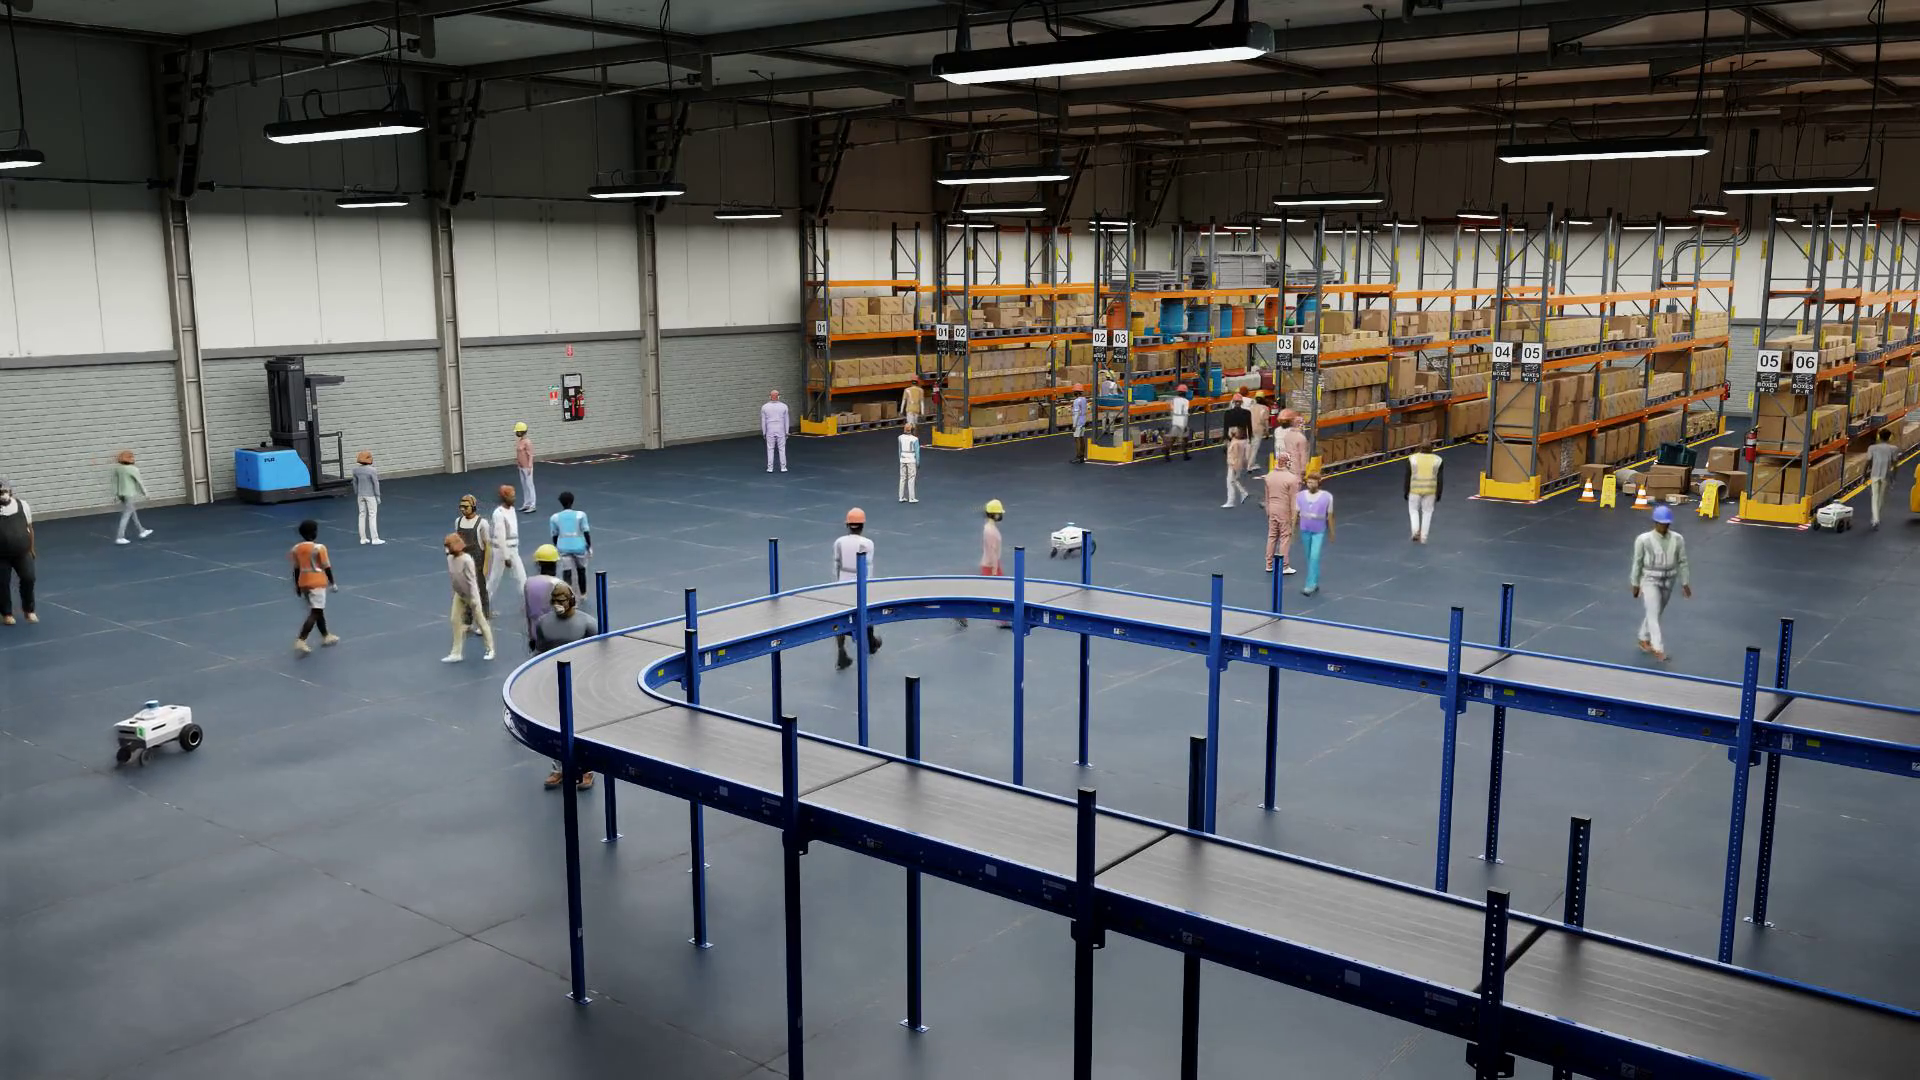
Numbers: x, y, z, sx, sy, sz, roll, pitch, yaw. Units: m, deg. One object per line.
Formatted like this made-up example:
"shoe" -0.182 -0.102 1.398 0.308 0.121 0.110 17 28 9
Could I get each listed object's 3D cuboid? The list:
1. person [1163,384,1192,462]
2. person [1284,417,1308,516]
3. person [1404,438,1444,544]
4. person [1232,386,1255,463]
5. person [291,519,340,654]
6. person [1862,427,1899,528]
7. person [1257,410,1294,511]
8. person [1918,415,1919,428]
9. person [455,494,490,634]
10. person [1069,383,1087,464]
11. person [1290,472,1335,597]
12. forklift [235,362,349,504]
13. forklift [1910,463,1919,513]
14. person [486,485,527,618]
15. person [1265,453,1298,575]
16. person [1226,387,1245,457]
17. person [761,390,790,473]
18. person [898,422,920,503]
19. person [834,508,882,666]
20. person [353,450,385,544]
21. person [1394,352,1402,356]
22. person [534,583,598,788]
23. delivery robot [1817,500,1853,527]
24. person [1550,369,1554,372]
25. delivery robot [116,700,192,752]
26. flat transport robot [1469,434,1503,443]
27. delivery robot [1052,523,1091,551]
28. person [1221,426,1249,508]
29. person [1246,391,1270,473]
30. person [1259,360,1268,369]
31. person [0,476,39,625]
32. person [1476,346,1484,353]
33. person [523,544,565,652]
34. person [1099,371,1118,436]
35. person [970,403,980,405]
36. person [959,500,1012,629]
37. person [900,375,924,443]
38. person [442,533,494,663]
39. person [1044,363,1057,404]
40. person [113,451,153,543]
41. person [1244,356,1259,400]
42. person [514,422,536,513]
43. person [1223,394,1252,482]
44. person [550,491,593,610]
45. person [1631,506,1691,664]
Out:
"person" 5.333 -2.862 38.264 0.544 1.901 0.906 10 14 44
"person" 6.495 -1.423 30.135 0.402 1.901 0.641 -4 11 -21
"person" 8.029 -0.847 27.094 0.662 1.823 0.481 2 10 12
"person" 6.880 -2.808 38.058 0.593 1.873 0.399 -2 10 -9
"person" -8.120 0.566 19.582 0.530 1.669 0.815 5 11 27
"person" 16.945 -1.156 28.809 0.524 1.845 0.875 4 11 21
"person" 6.268 -1.540 30.487 1.061 1.991 0.623 -8 13 -37
"person" 23.918 -2.858 38.427 0.629 1.815 0.700 8 13 39
"person" -6.392 0.317 20.487 0.506 1.846 0.346 3 10 16
"person" 2.867 -2.834 37.952 0.347 1.942 0.545 5 11 27
"person" 5.096 -0.077 22.793 0.604 1.801 0.916 7 12 35
"forklift" -13.803 -2.244 32.110 1.129 2.768 1.873 8 13 37
"forklift" 19.034 -1.348 28.998 2.313 2.155 1.214 8 13 37
"person" -6.187 0.165 21.416 1.005 1.829 0.592 2 10 9
"person" 5.058 -0.419 24.496 0.401 1.899 0.636 -6 12 -32
"person" 6.928 -2.936 39.099 0.539 1.747 0.580 8 13 39
"person" -4.271 -2.513 36.246 0.643 1.909 0.409 -1 10 -7
"person" -1.040 -1.567 31.696 0.519 1.635 0.310 7 12 35
"person" -1.271 0.549 19.068 0.560 1.877 1.045 4 11 22
"person" -10.230 -0.738 27.019 0.502 1.633 0.280 3 11 17
"person" 14.378 -5.177 51.067 0.659 1.967 0.633 -10 14 -43
"person" -3.622 1.338 14.476 0.635 1.937 0.354 2 10 9
"delivery robot" 15.930 -0.482 28.472 0.707 0.478 0.477 -7 12 -34
"person" 18.264 -4.574 48.069 0.705 1.827 0.624 8 13 39
"delivery robot" -7.960 1.830 15.459 0.477 0.478 0.707 3 10 16
"flat transport robot" 14.566 -2.748 42.285 1.431 0.197 0.652 0 10 -2
"delivery robot" 1.848 -0.044 26.004 0.477 0.478 0.707 10 14 44
"person" 5.468 -1.444 31.028 0.459 1.627 0.519 1 10 4
"person" 6.860 -2.519 36.351 0.596 1.883 0.824 8 13 38
"person" 9.501 -4.732 48.999 0.459 1.820 0.607 -8 13 -37
"person" -12.714 0.163 20.925 0.679 2.000 0.705 9 14 42
"person" 17.885 -5.713 54.107 0.387 1.958 0.600 2 10 9
"person" -4.373 0.999 16.462 0.607 1.909 0.660 7 12 34
"person" 4.191 -3.833 43.896 0.590 1.827 0.404 9 14 42
"person" 0.369 -4.155 45.481 0.621 1.915 0.610 5 11 28
"person" 0.368 0.320 20.766 0.791 1.742 0.528 2 10 10
"person" -1.234 -3.413 41.425 0.628 1.878 0.952 -3 10 -14
"person" -6.023 0.698 19.107 0.511 1.611 0.627 7 12 34
"person" 2.743 -4.473 47.511 0.403 1.823 0.586 -8 13 -39
"person" -14.453 -0.760 27.261 0.510 1.590 0.838 4 11 23
"person" 9.390 -5.026 50.516 0.538 1.860 0.507 6 12 29
"person" -8.484 -1.414 30.460 0.329 1.765 0.527 -8 13 -38
"person" 6.194 -2.288 34.876 0.612 1.937 1.001 3 11 17
"person" -5.462 0.135 22.087 0.585 1.632 0.871 -1 10 -8
"person" 8.588 0.521 19.210 0.616 1.901 0.992 -1 10 -5
